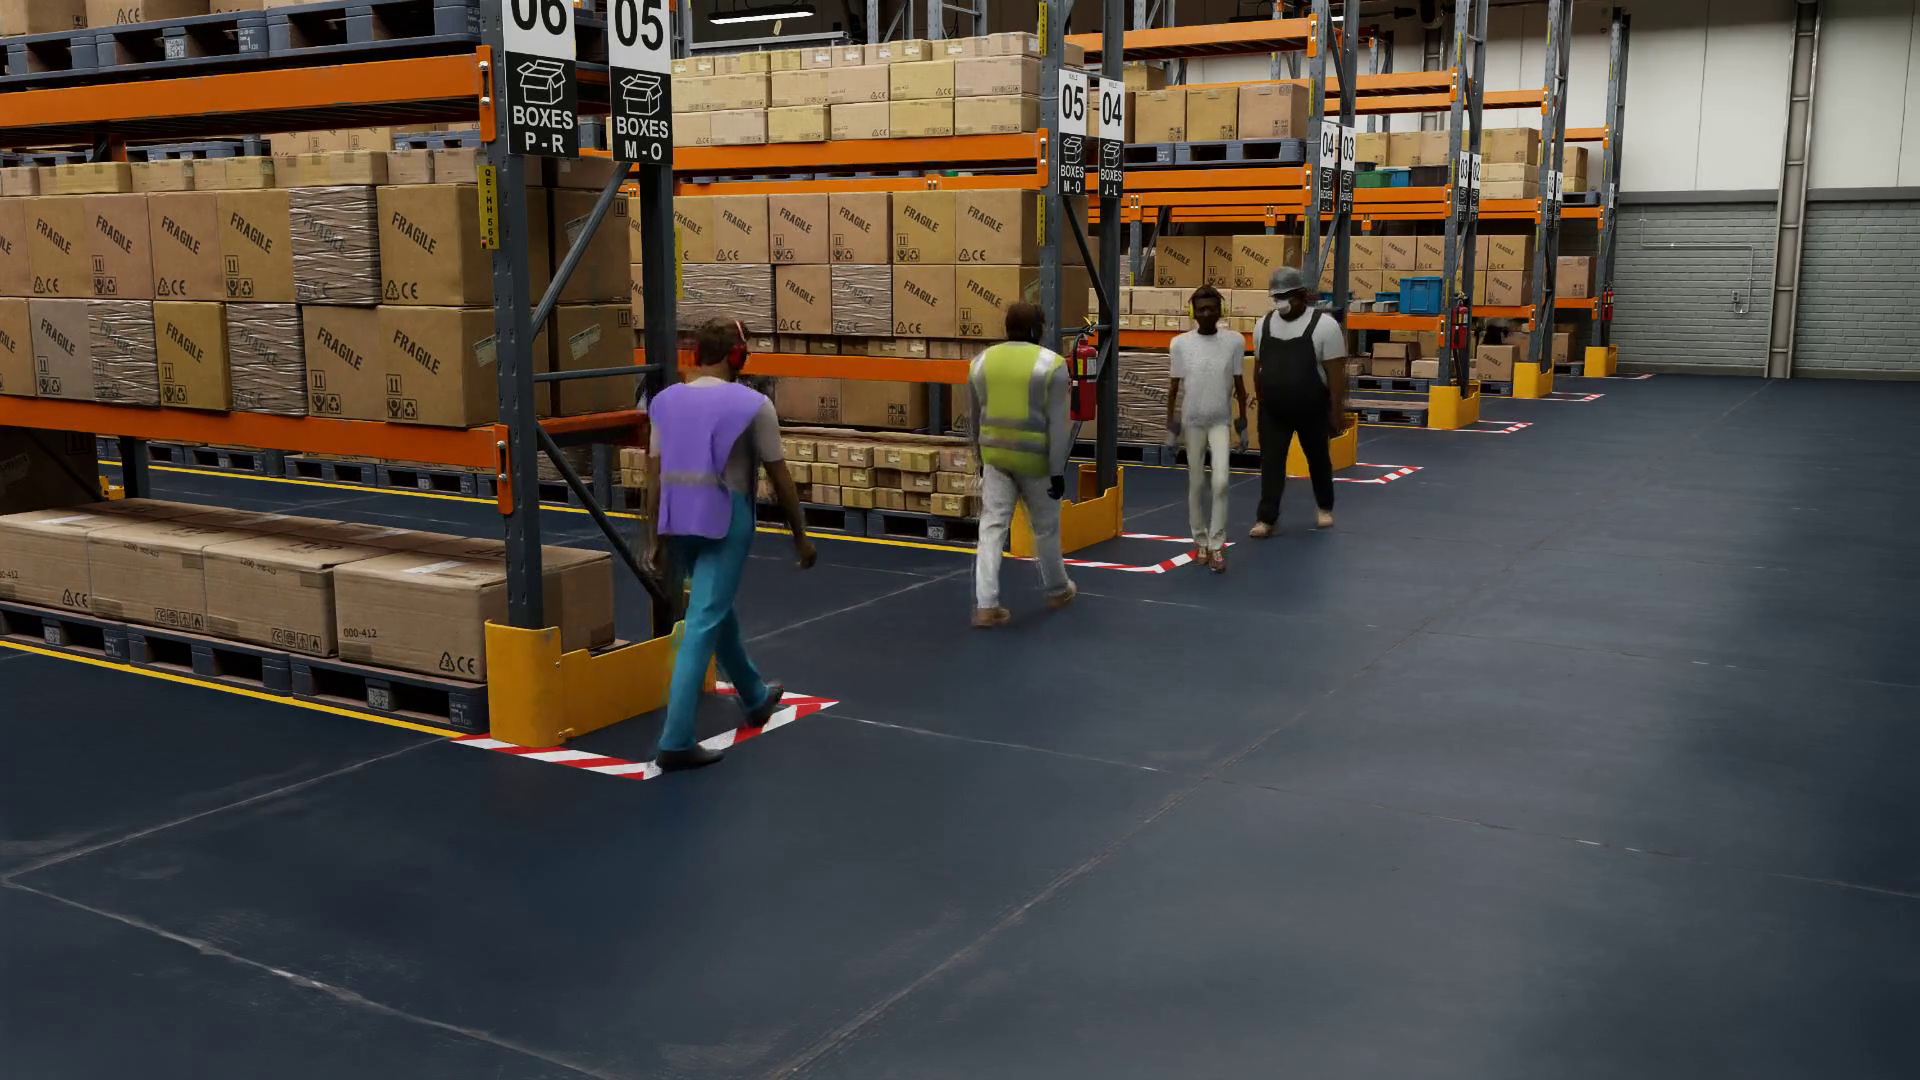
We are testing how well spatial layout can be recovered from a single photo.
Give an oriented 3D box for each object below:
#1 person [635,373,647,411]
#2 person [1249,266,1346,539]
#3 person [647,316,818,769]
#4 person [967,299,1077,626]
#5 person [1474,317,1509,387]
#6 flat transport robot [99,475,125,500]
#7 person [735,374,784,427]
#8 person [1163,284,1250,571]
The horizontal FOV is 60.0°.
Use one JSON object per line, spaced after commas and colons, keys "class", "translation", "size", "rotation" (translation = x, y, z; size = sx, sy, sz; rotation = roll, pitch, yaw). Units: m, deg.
{"class": "person", "translation": [-3.372, -1.992, 17.993], "size": [0.641, 1.938, 0.419], "rotation": [-9, 13, -41]}
{"class": "person", "translation": [2.498, -1.065, 12.221], "size": [0.731, 2.000, 1.065], "rotation": [6, 11, 30]}
{"class": "person", "translation": [-0.957, -0.013, 6.799], "size": [0.602, 1.775, 0.986], "rotation": [5, 11, 29]}
{"class": "person", "translation": [0.347, -0.438, 9.293], "size": [0.650, 1.792, 0.949], "rotation": [5, 11, 28]}
{"class": "person", "translation": [8.256, -3.337, 25.822], "size": [1.020, 1.941, 0.638], "rotation": [8, 13, 40]}
{"class": "flat transport robot", "translation": [-7.510, -0.375, 13.355], "size": [0.652, 0.197, 1.431], "rotation": [6, 11, 30]}
{"class": "person", "translation": [-1.862, -1.583, 15.512], "size": [0.657, 1.948, 0.610], "rotation": [6, 11, 30]}
{"class": "person", "translation": [1.599, -0.717, 10.739], "size": [0.564, 1.843, 0.758], "rotation": [1, 10, 7]}
